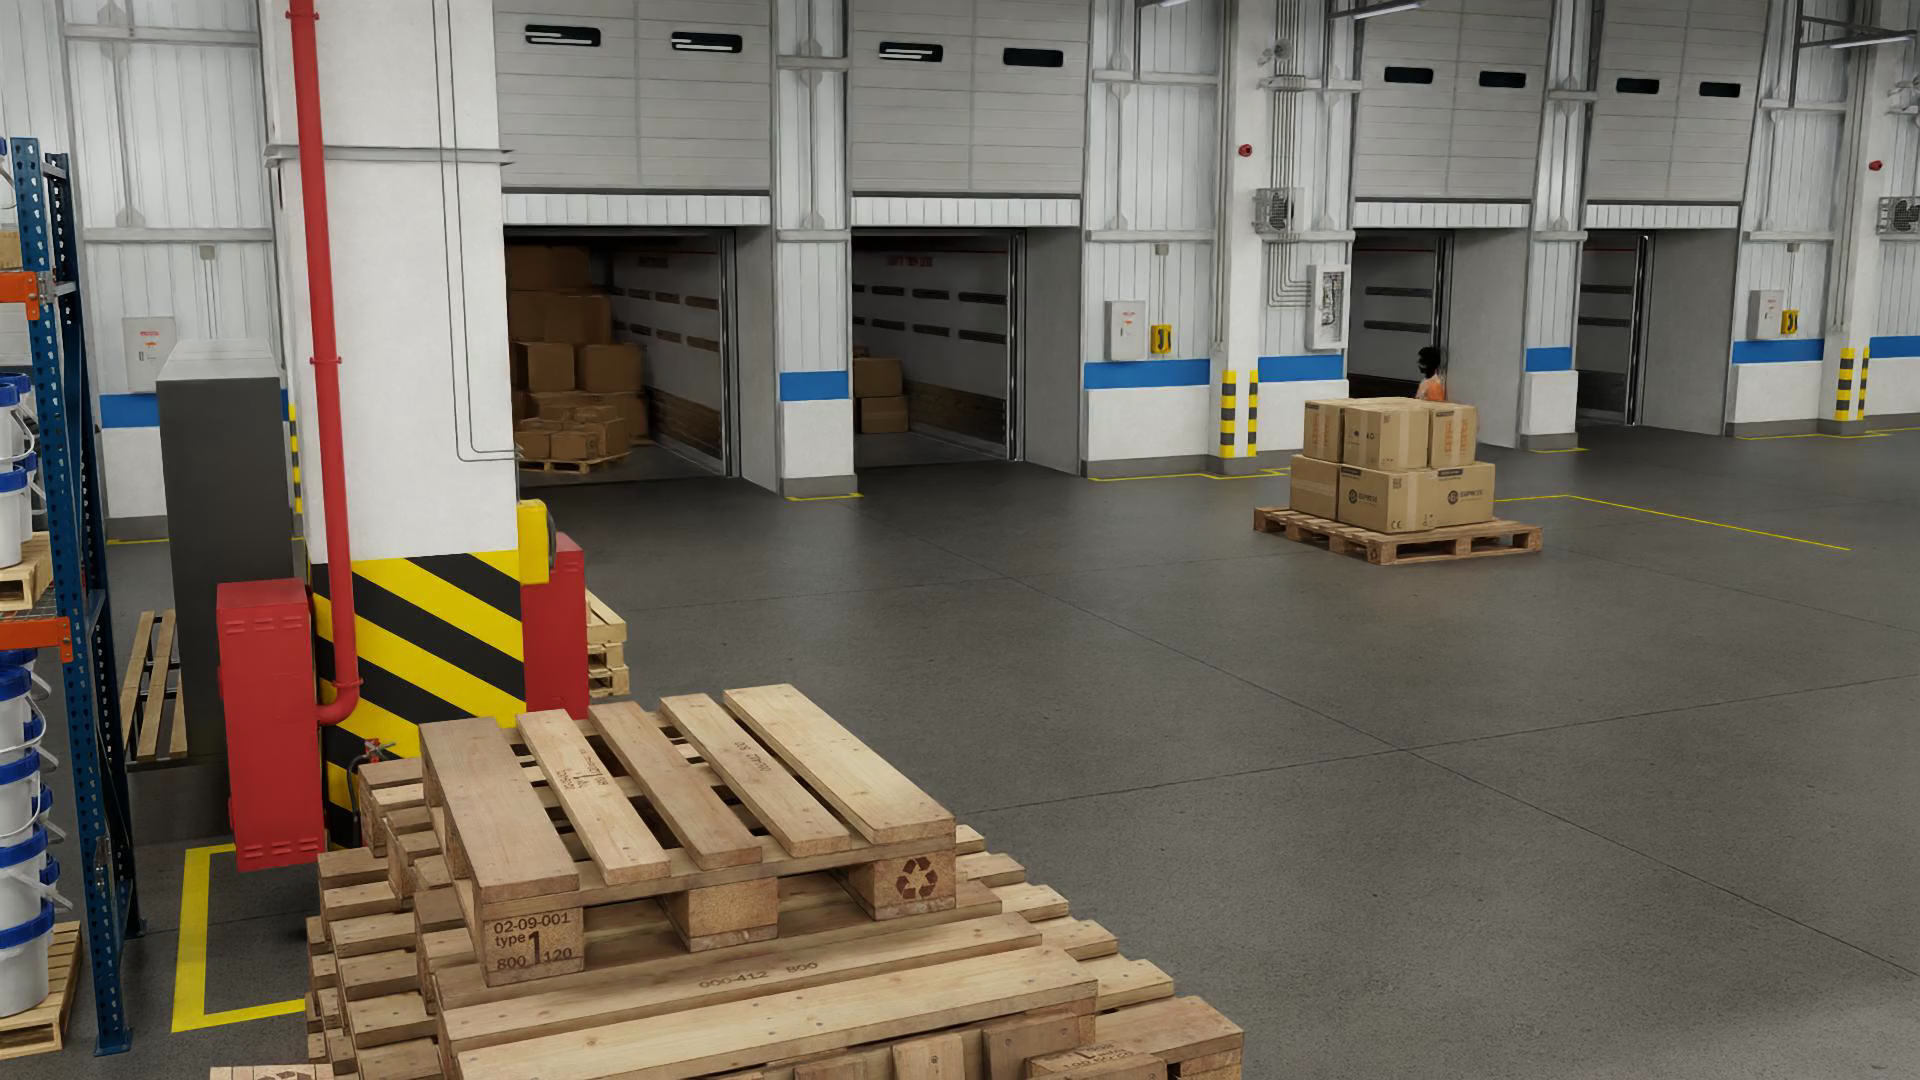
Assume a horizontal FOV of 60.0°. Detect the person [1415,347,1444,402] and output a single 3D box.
[{"bbox_3d":[4.799,-1.114,16.694,0.793,1.664,0.521,2,10,11],"label":"person"}]
